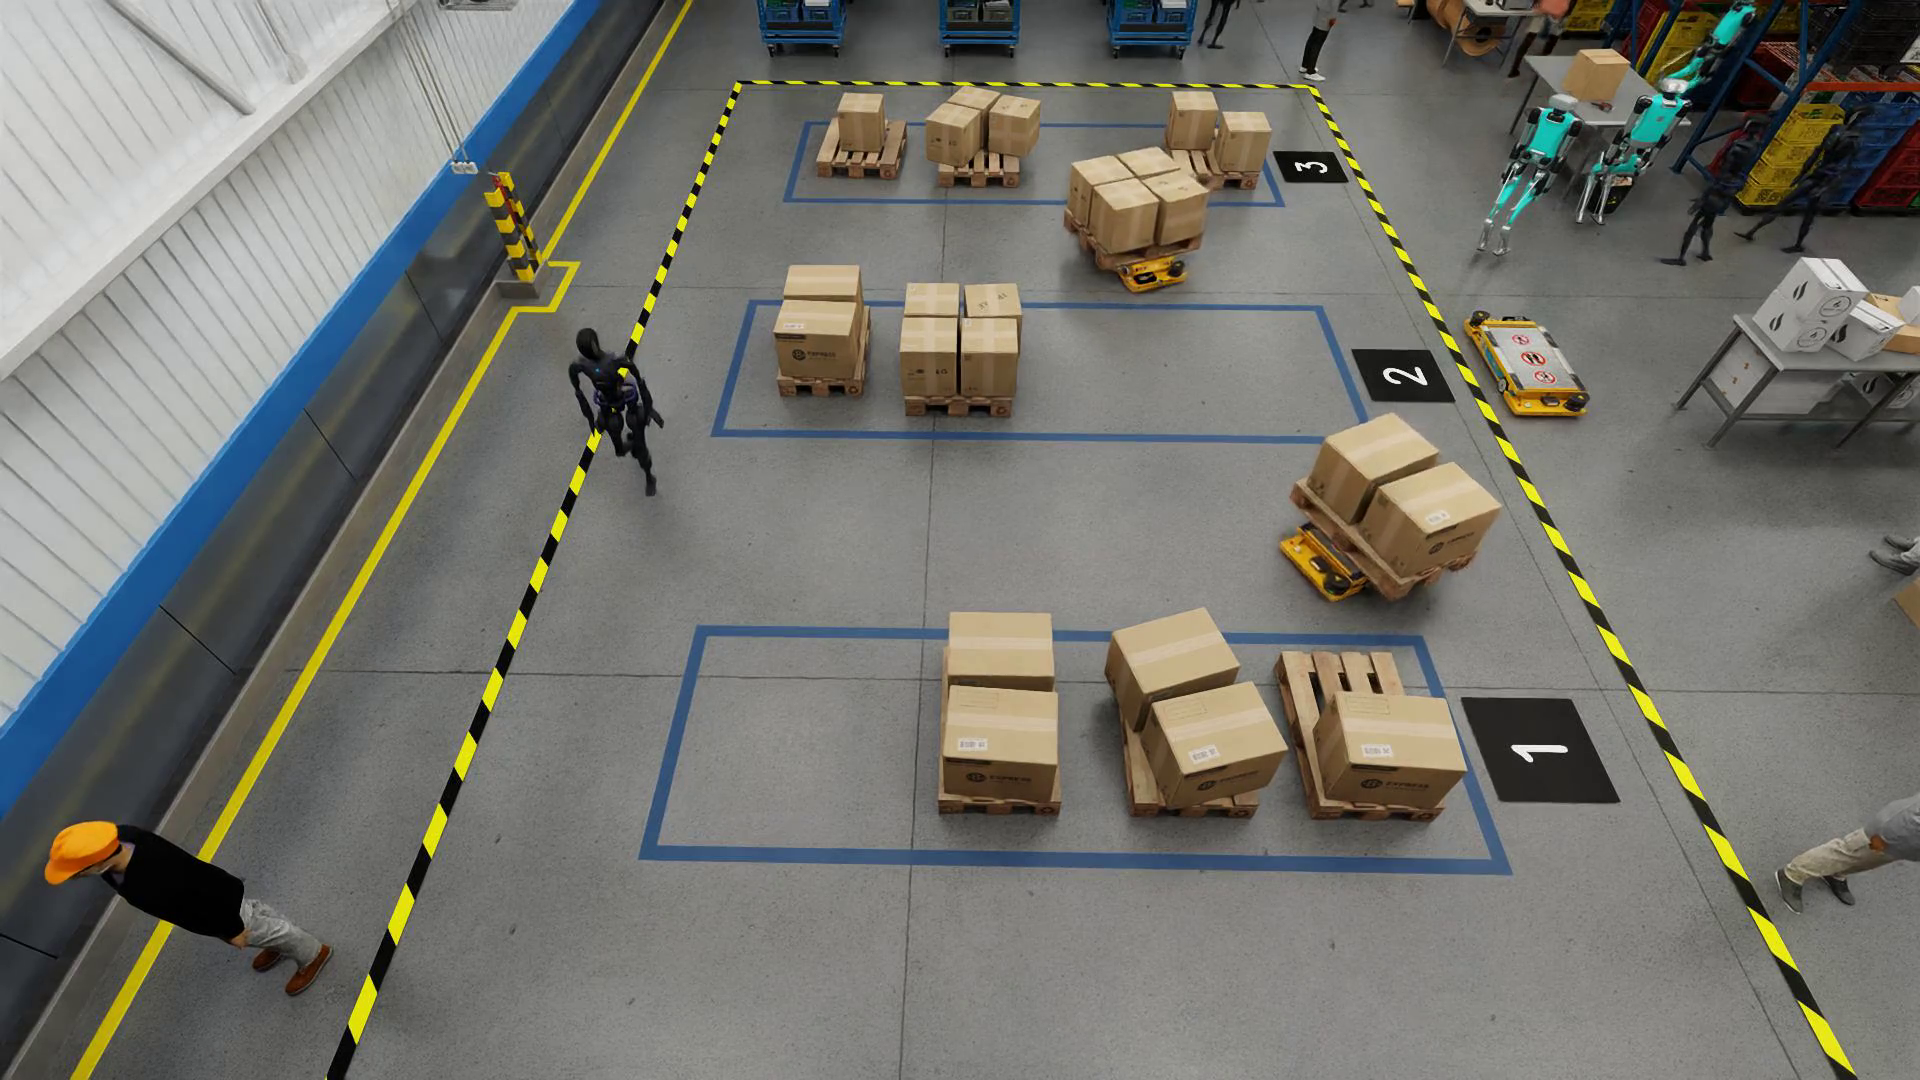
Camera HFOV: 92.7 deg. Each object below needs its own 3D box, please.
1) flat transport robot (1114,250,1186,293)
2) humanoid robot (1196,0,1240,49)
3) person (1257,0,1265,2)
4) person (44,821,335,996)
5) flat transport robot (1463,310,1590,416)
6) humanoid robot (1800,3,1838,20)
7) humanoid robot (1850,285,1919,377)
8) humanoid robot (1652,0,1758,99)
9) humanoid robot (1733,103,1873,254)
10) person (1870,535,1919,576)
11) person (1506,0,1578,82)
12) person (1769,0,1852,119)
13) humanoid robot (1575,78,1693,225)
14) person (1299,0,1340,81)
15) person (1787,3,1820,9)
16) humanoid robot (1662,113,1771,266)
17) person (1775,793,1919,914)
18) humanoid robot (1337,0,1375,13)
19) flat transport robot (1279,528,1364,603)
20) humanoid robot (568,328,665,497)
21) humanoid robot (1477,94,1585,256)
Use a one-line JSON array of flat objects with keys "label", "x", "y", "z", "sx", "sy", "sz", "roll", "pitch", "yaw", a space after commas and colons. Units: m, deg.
[{"label": "flat transport robot", "x": 1.926, "y": -3.334, "z": 10.401, "sx": 0.652, "sy": 0.197, "sz": 1.431, "roll": -16, "pitch": 51, "yaw": -14}, {"label": "humanoid robot", "x": 3.974, "y": -8.295, "z": 13.782, "sx": 0.417, "sy": 1.638, "sz": 0.609, "roll": -33, "pitch": 57, "yaw": -26}, {"label": "person", "x": 5.047, "y": -9.935, "z": 15.029, "sx": 0.634, "sy": 1.938, "sz": 0.361, "roll": 20, "pitch": 52, "yaw": 16}, {"label": "person", "x": -3.971, "y": 1.928, "z": 4.798, "sx": 0.589, "sy": 1.881, "sz": 0.380, "roll": 23, "pitch": 53, "yaw": 19}, {"label": "flat transport robot", "x": 5.573, "y": -1.757, "z": 9.054, "sx": 0.659, "sy": 0.231, "sz": 1.431, "roll": 1, "pitch": 49, "yaw": 1}, {"label": "humanoid robot", "x": 13.123, "y": -8.289, "z": 13.789, "sx": 0.695, "sy": 1.631, "sz": 0.598, "roll": -26, "pitch": 54, "yaw": -21}, {"label": "humanoid robot", "x": 8.935, "y": -2.054, "z": 8.250, "sx": 0.735, "sy": 1.677, "sz": 0.533, "roll": -6, "pitch": 49, "yaw": -5}, {"label": "humanoid robot", "x": 9.469, "y": -6.140, "z": 11.928, "sx": 0.744, "sy": 1.872, "sz": 0.535, "roll": 2, "pitch": 49, "yaw": 2}, {"label": "humanoid robot", "x": 9.368, "y": -3.920, "z": 10.017, "sx": 0.735, "sy": 1.625, "sz": 0.613, "roll": 3, "pitch": 49, "yaw": 3}, {"label": "person", "x": 7.750, "y": -0.470, "z": 6.838, "sx": 0.602, "sy": 1.939, "sz": 0.412, "roll": -31, "pitch": 56, "yaw": -24}, {"label": "person", "x": 8.483, "y": -7.557, "z": 12.982, "sx": 0.927, "sy": 1.910, "sz": 0.628, "roll": -28, "pitch": 55, "yaw": -22}, {"label": "person", "x": 11.164, "y": -6.231, "z": 11.891, "sx": 0.404, "sy": 1.832, "sz": 0.590, "roll": -31, "pitch": 56, "yaw": -24}, {"label": "humanoid robot", "x": 7.474, "y": -4.396, "z": 10.278, "sx": 0.533, "sy": 1.677, "sz": 0.735, "roll": 8, "pitch": 50, "yaw": 7}, {"label": "person", "x": 5.261, "y": -7.552, "z": 13.026, "sx": 0.400, "sy": 1.847, "sz": 0.587, "roll": 1, "pitch": 49, "yaw": 1}, {"label": "person", "x": 14.136, "y": -9.515, "z": 14.729, "sx": 0.429, "sy": 1.844, "sz": 0.625, "roll": -25, "pitch": 54, "yaw": -20}, {"label": "humanoid robot", "x": 8.197, "y": -3.702, "z": 9.810, "sx": 0.594, "sy": 1.646, "sz": 0.449, "roll": -28, "pitch": 55, "yaw": -22}, {"label": "person", "x": 5.384, "y": 1.625, "z": 5.134, "sx": 0.569, "sy": 1.766, "sz": 0.397, "roll": -4, "pitch": 49, "yaw": -4}, {"label": "humanoid robot", "x": 6.615, "y": -9.448, "z": 14.812, "sx": 0.794, "sy": 1.623, "sz": 0.584, "roll": -6, "pitch": 49, "yaw": -5}, {"label": "flat transport robot", "x": 3.415, "y": -0.019, "z": 7.531, "sx": 1.431, "sy": 0.197, "sz": 0.652, "roll": -21, "pitch": 52, "yaw": -17}, {"label": "humanoid robot", "x": -2.787, "y": -1.118, "z": 7.581, "sx": 0.612, "sy": 1.640, "sz": 0.555, "roll": -7, "pitch": 50, "yaw": -6}, {"label": "humanoid robot", "x": 5.981, "y": -3.816, "z": 9.779, "sx": 0.735, "sy": 1.672, "sz": 0.533, "roll": -37, "pitch": 58, "yaw": -27}]
